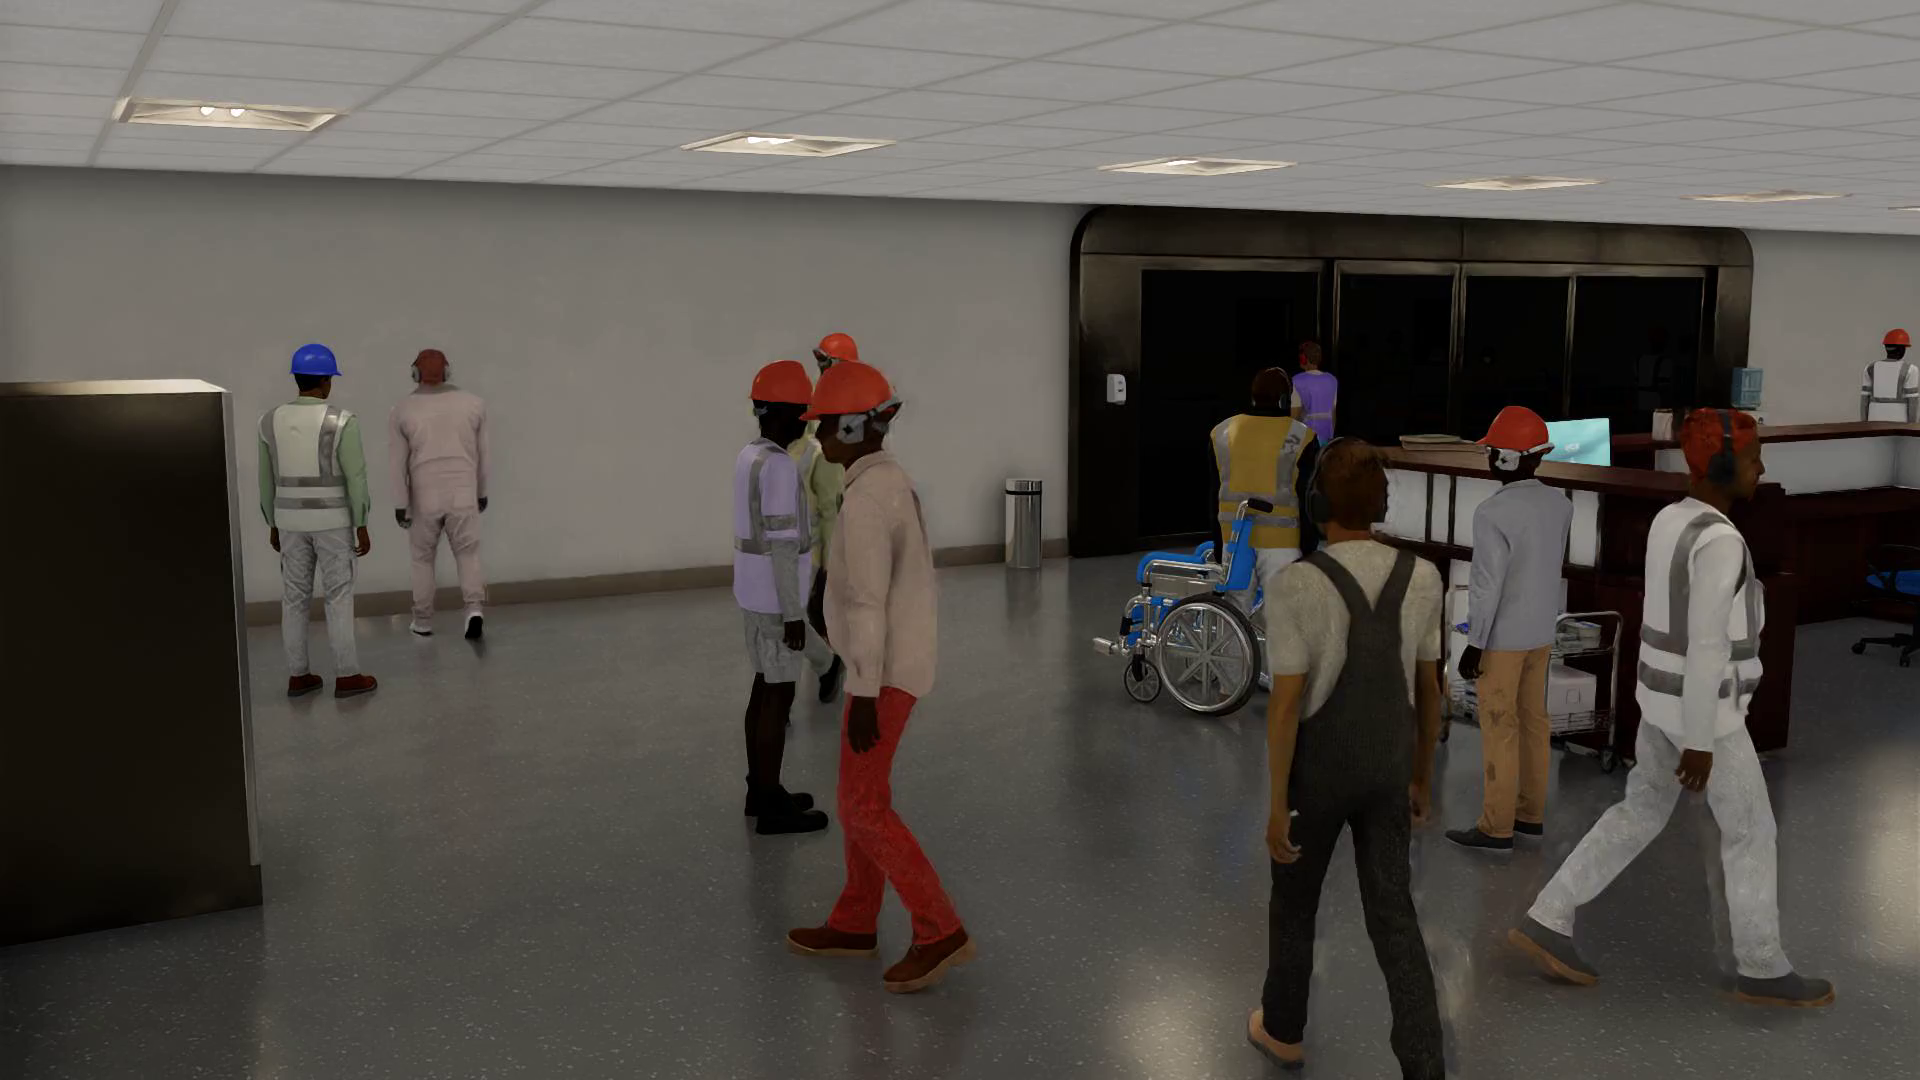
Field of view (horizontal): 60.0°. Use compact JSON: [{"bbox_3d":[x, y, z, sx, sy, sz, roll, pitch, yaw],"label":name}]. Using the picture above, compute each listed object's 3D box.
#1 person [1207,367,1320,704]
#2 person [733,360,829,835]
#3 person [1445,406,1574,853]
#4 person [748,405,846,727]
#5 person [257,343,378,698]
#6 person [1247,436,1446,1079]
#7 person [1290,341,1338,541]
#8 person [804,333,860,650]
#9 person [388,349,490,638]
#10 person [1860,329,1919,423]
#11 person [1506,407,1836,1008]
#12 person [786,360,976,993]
[{"bbox_3d":[1.607,0.010,8.768,0.625,1.838,0.430,5,9,30],"label":"person"},{"bbox_3d":[-0.733,0.231,6.826,0.377,1.931,0.545,-3,8,-20],"label":"person"},{"bbox_3d":[2.167,0.348,6.571,0.563,1.756,0.319,-7,10,-40],"label":"person"},{"bbox_3d":[-0.846,0.049,8.614,0.594,1.802,0.848,6,10,35],"label":"person"},{"bbox_3d":[-3.527,-0.102,9.149,0.614,1.945,0.403,1,8,9],"label":"person"},{"bbox_3d":[1.039,0.631,4.343,0.528,1.810,0.932,-2,8,-13],"label":"person"},{"bbox_3d":[3.223,-0.894,15.247,0.567,1.844,0.377,-5,9,-31],"label":"person"},{"bbox_3d":[-0.788,-0.304,10.476,0.390,1.986,0.609,-4,9,-27],"label":"person"},{"bbox_3d":[-3.351,-0.293,10.760,0.658,1.884,0.707,-4,9,-26],"label":"person"},{"bbox_3d":[9.770,-1.247,17.479,0.364,1.934,0.553,-6,10,-39],"label":"person"},{"bbox_3d":[2.186,0.510,5.100,0.955,1.848,0.586,1,8,6],"label":"person"},{"bbox_3d":[-0.279,0.420,5.280,0.579,1.976,0.662,1,8,4],"label":"person"}]
